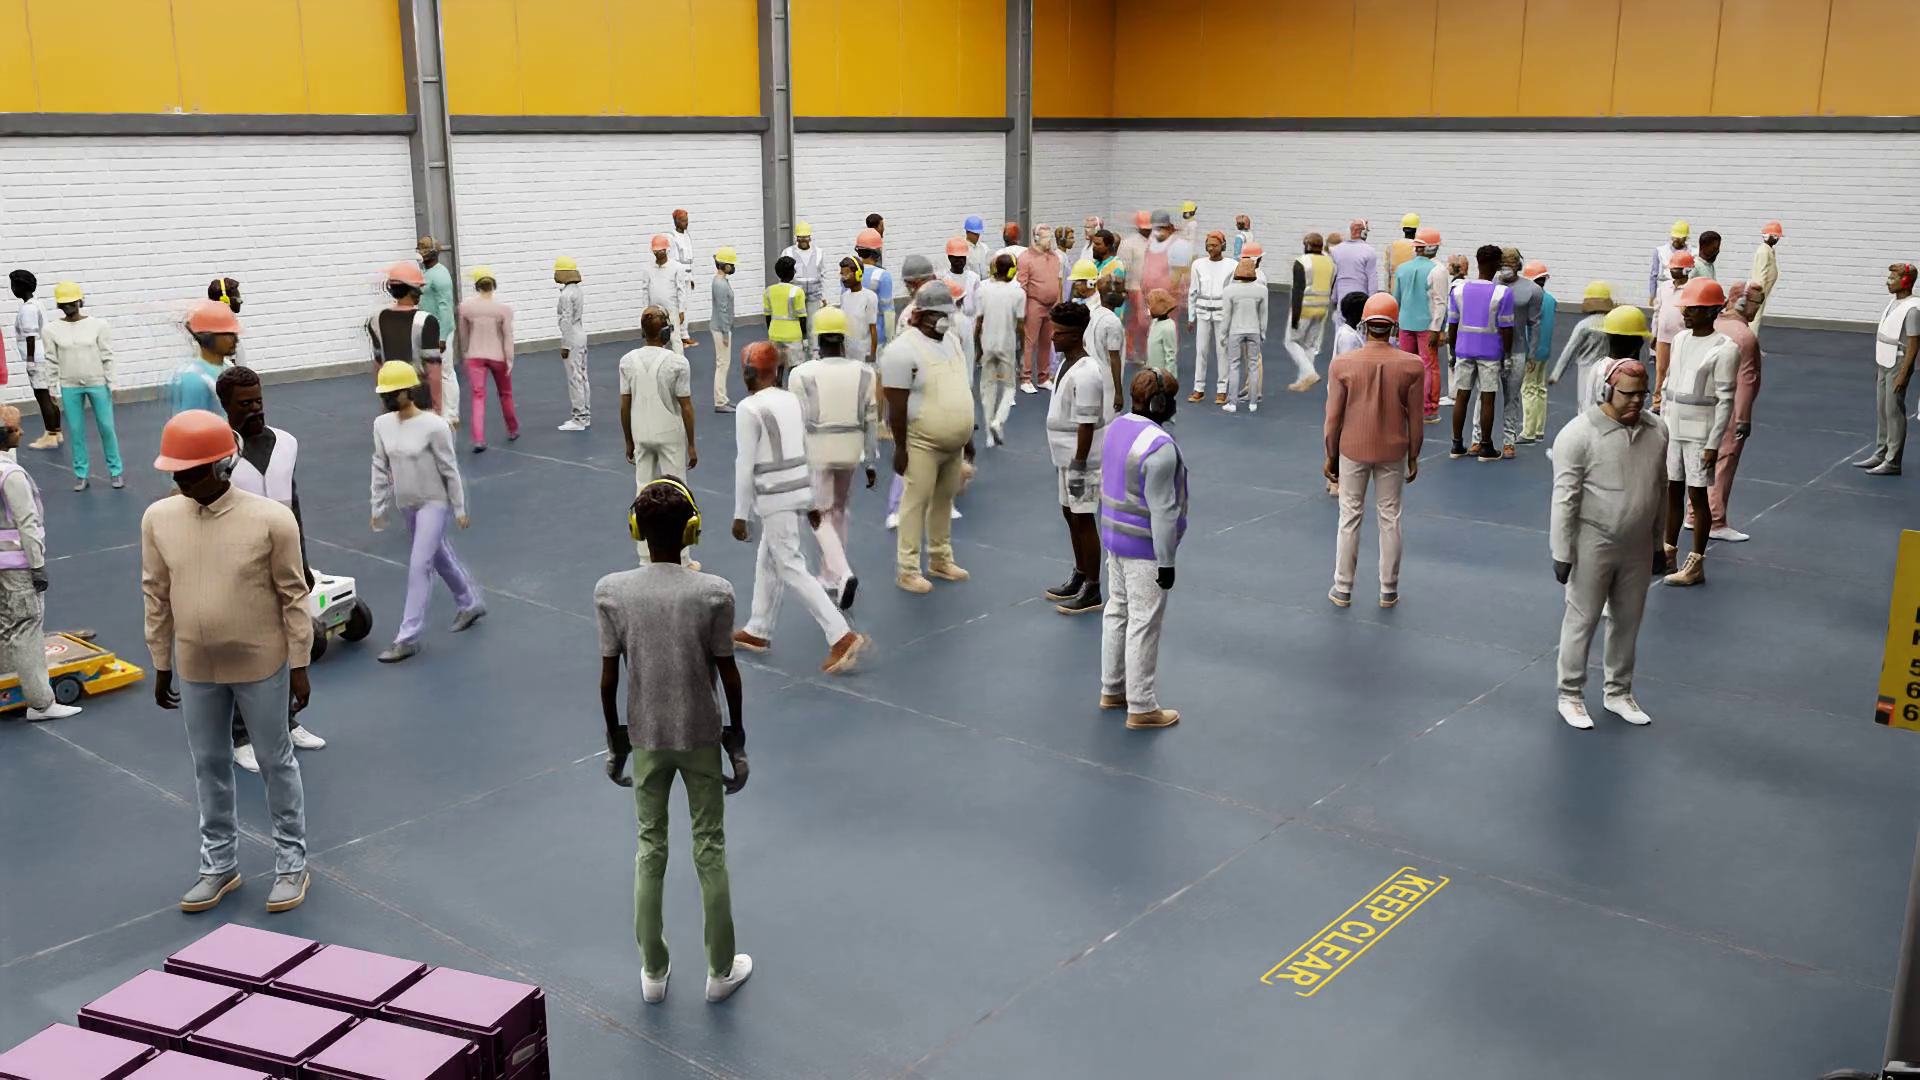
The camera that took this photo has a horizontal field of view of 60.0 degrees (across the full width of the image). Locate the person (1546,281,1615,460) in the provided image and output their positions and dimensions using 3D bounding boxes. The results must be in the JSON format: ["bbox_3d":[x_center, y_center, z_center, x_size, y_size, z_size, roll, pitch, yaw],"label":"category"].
[{"bbox_3d":[5.357,-1.370,14.330,0.494,1.694,0.897,-8,16,-29],"label":"person"}]

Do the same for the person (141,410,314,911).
[{"bbox_3d":[-2.804,0.476,6.378,0.622,1.986,0.398,0,14,1],"label":"person"}]

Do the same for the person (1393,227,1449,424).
[{"bbox_3d":[4.717,-2.193,17.029,0.397,1.992,0.621,-13,19,-41],"label":"person"}]

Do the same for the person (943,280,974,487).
[{"bbox_3d":[-0.066,-1.322,14.058,0.348,1.743,0.566,2,14,10],"label":"person"}]

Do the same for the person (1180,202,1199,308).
[{"bbox_3d":[3.806,-4.741,27.698,0.339,1.761,0.524,0,14,1],"label":"person"}]

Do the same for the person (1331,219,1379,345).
[{"bbox_3d":[4.775,-2.907,20.064,0.409,1.907,0.651,-12,18,-40],"label":"person"}]

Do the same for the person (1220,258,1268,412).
[{"bbox_3d":[3.018,-2.178,17.701,0.507,1.633,0.278,-2,14,-7],"label":"person"}]

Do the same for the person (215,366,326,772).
[{"bbox_3d":[-3.367,0.124,7.934,0.392,1.917,0.590,8,16,28],"label":"person"}]

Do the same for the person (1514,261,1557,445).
[{"bbox_3d":[5.453,-1.784,15.892,0.339,1.747,0.568,12,18,39],"label":"person"}]

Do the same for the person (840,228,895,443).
[{"bbox_3d":[-0.856,-1.963,16.004,0.616,2.046,0.366,10,17,35],"label":"person"}]

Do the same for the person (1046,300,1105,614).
[{"bbox_3d":[0.721,-0.524,10.434,0.371,1.958,0.606,-2,14,-10],"label":"person"}]

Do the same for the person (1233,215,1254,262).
[{"bbox_3d":[4.421,-4.243,25.972,0.317,1.633,0.515,10,17,34],"label":"person"}]

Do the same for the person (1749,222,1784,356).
[{"bbox_3d":[10.678,-3.336,22.091,0.339,1.748,0.563,7,16,26],"label":"person"}]

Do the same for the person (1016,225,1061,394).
[{"bbox_3d":[0.926,-2.633,18.971,0.651,1.904,0.403,-12,18,-40],"label":"person"}]

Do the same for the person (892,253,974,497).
[{"bbox_3d":[-0.224,-1.327,13.477,0.773,2.000,0.695,7,16,25],"label":"person"}]

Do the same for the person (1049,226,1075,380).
[{"bbox_3d":[1.202,-2.826,19.887,0.341,1.840,0.504,1,14,4],"label":"person"}]

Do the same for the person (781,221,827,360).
[{"bbox_3d":[-1.947,-3.064,20.841,0.591,1.833,0.403,-4,15,-16],"label":"person"}]

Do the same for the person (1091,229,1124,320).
[{"bbox_3d":[1.534,-2.359,17.852,0.391,1.917,0.593,-8,16,-28],"label":"person"}]

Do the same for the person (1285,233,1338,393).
[{"bbox_3d":[3.953,-2.531,18.737,0.669,1.826,0.755,-8,16,-28],"label":"person"}]

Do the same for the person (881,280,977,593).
[{"bbox_3d":[-0.160,-0.696,10.955,0.537,2.000,0.711,11,18,36],"label":"person"}]

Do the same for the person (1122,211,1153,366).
[{"bbox_3d":[2.383,-3.165,21.005,0.830,1.941,0.648,13,19,41],"label":"person"}]

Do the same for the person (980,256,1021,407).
[{"bbox_3d":[0.412,-2.256,18.023,0.517,1.631,0.314,-2,14,-6],"label":"person"}]

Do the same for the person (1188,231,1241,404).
[{"bbox_3d":[2.778,-2.432,18.211,0.584,1.882,0.337,6,15,23],"label":"person"}]

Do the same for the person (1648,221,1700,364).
[{"bbox_3d":[9.074,-3.132,21.138,0.593,1.819,0.403,4,15,15],"label":"person"}]

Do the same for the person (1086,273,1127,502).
[{"bbox_3d":[1.190,-1.235,13.506,0.328,1.844,0.514,-5,15,-20],"label":"person"}]

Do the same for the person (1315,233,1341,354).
[{"bbox_3d":[4.979,-3.266,22.142,0.511,1.611,0.538,8,16,29],"label":"person"}]

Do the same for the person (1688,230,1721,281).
[{"bbox_3d":[7.859,-2.344,17.794,0.374,1.915,0.595,12,18,39],"label":"person"}]

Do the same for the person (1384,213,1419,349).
[{"bbox_3d":[5.612,-3.132,20.912,0.592,1.930,0.356,12,18,40],"label":"person"}]

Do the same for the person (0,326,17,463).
[{"bbox_3d":[-8.454,-1.407,14.407,0.348,1.740,0.573,-12,19,-41],"label":"person"}]

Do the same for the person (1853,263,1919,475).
[{"bbox_3d":[8.161,-1.484,14.497,0.375,1.843,0.575,3,14,11],"label":"person"}]

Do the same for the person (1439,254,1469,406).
[{"bbox_3d":[5.381,-2.277,18.084,0.312,1.642,0.512,6,15,24],"label":"person"}]

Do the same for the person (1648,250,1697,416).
[{"bbox_3d":[7.386,-2.111,17.195,0.319,1.750,0.560,-9,17,-31],"label":"person"}]

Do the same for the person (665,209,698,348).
[{"bbox_3d":[-3.822,-3.578,22.789,0.337,1.882,0.584,5,15,19],"label":"person"}]

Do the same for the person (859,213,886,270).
[{"bbox_3d":[-1.103,-3.154,21.027,0.390,1.919,0.591,-6,15,-22],"label":"person"}]

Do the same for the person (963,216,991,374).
[{"bbox_3d":[0.148,-2.990,20.351,0.621,1.932,0.420,-13,19,-42],"label":"person"}]
